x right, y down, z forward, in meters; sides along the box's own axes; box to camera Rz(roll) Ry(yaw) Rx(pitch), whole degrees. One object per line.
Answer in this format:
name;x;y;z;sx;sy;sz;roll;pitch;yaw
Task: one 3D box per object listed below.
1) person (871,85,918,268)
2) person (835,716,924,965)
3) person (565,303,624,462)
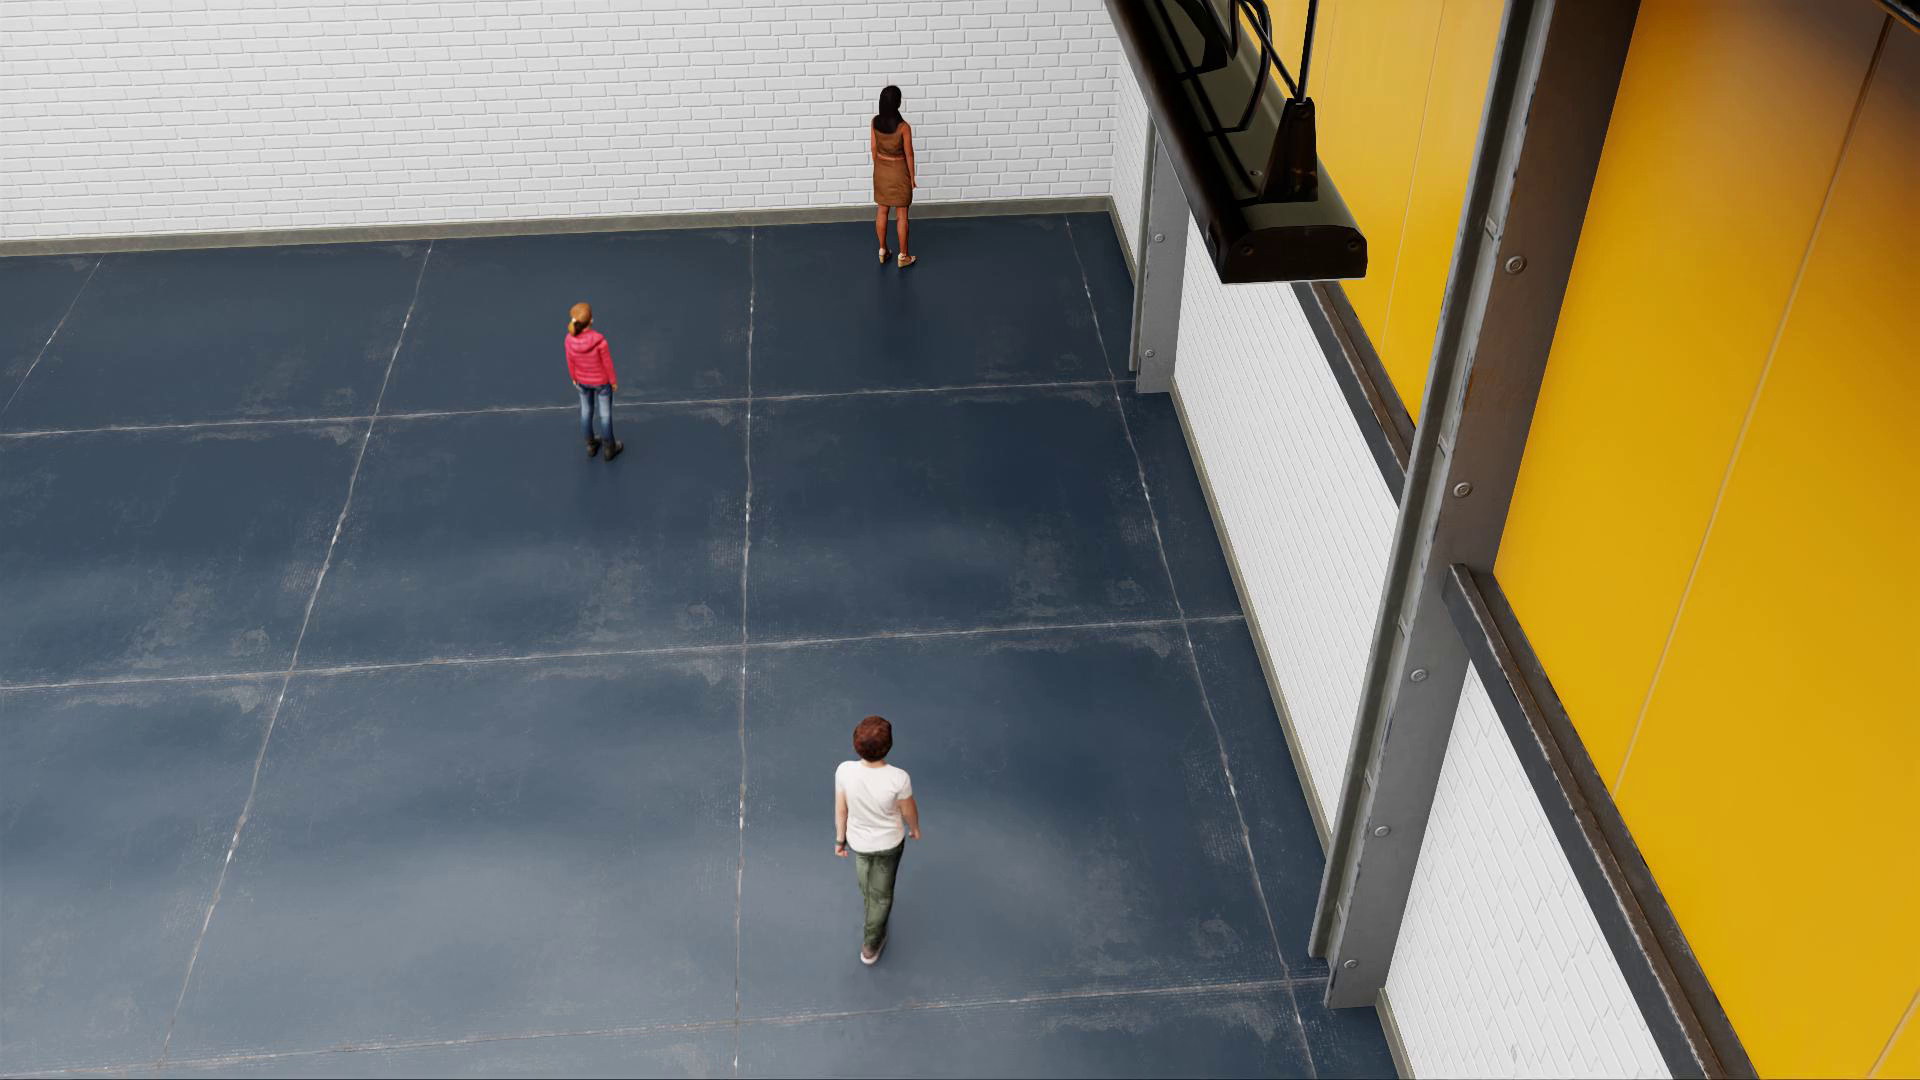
person;-0.602;-3.235;14.813;0.648;1.688;0.671;18;42;22
person;-0.467;1.635;8.756;0.705;1.637;0.837;8;39;10
person;-2.769;-1.188;12.548;0.590;1.316;0.606;9;40;12
